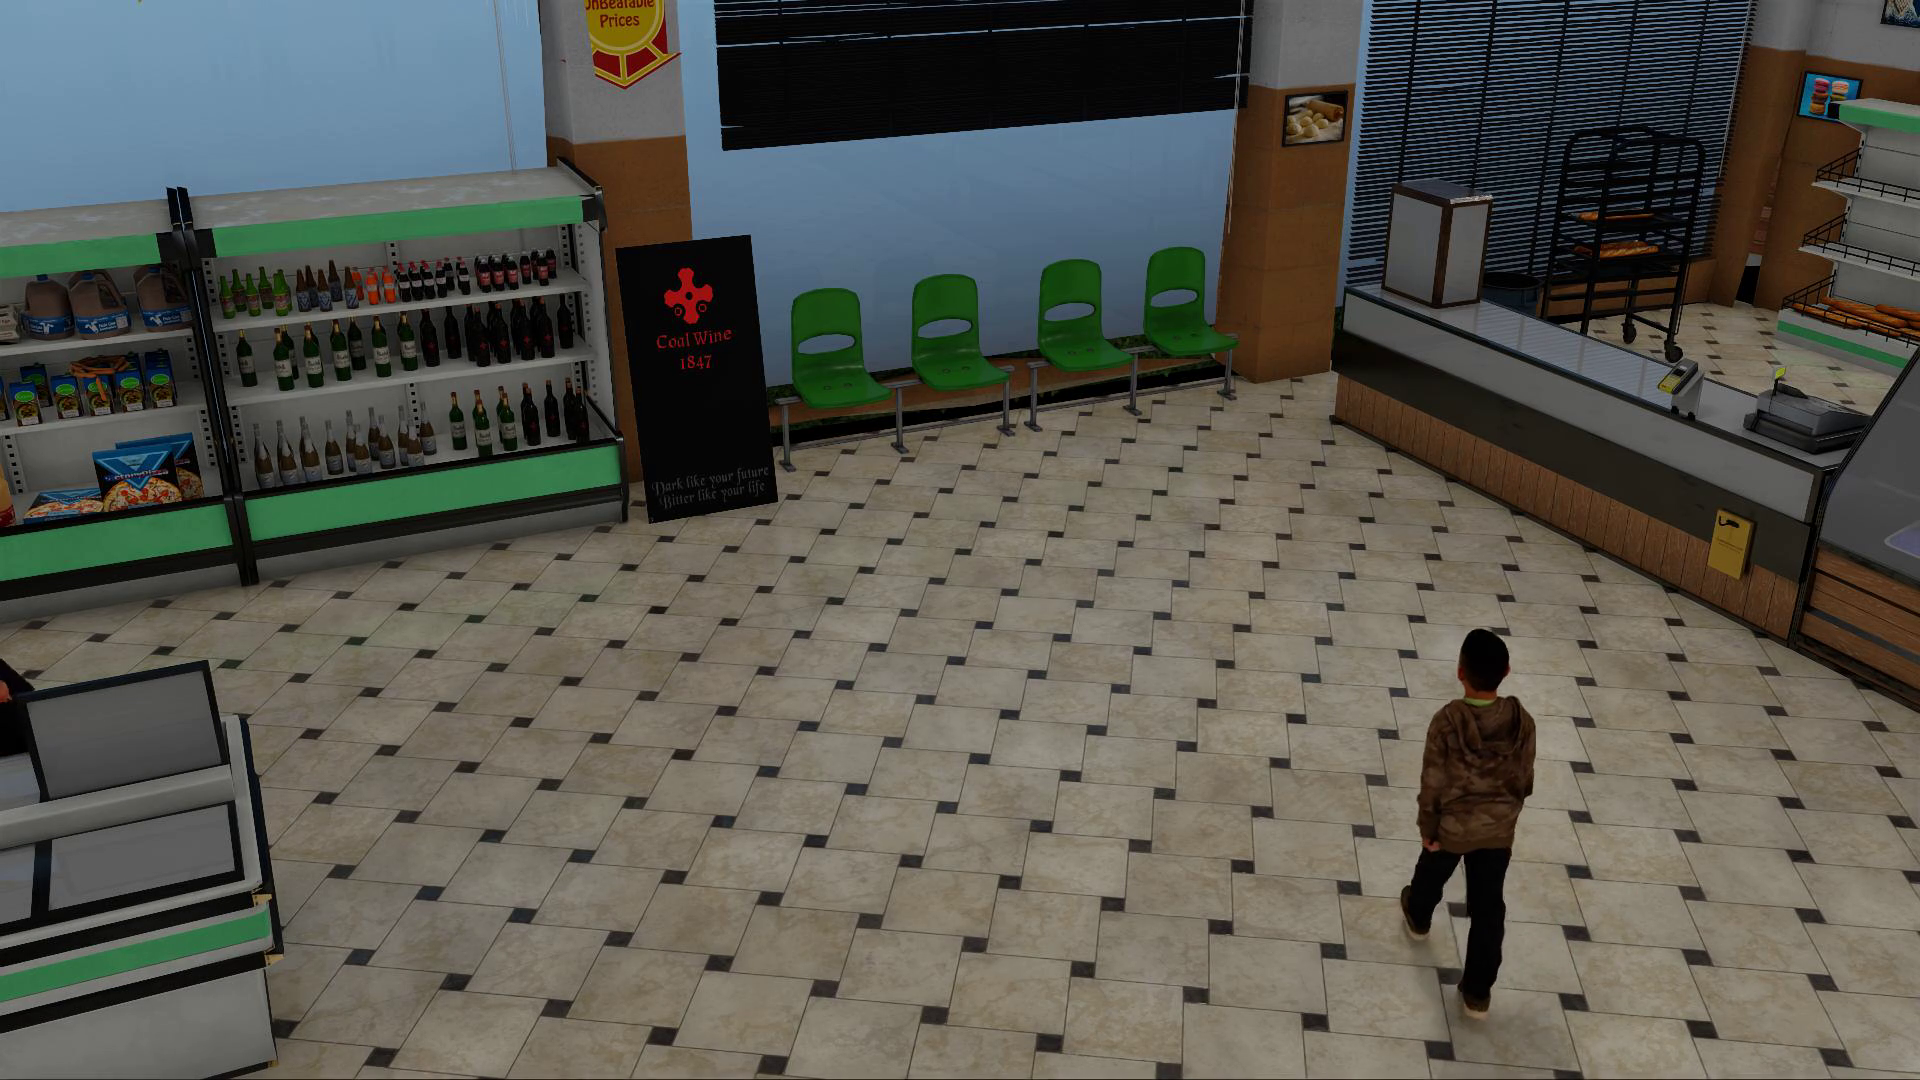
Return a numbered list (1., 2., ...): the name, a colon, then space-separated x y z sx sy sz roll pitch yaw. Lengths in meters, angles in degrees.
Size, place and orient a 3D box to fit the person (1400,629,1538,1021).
1. person: 1.857 1.043 5.965 0.991 1.424 0.928 1 24 3
